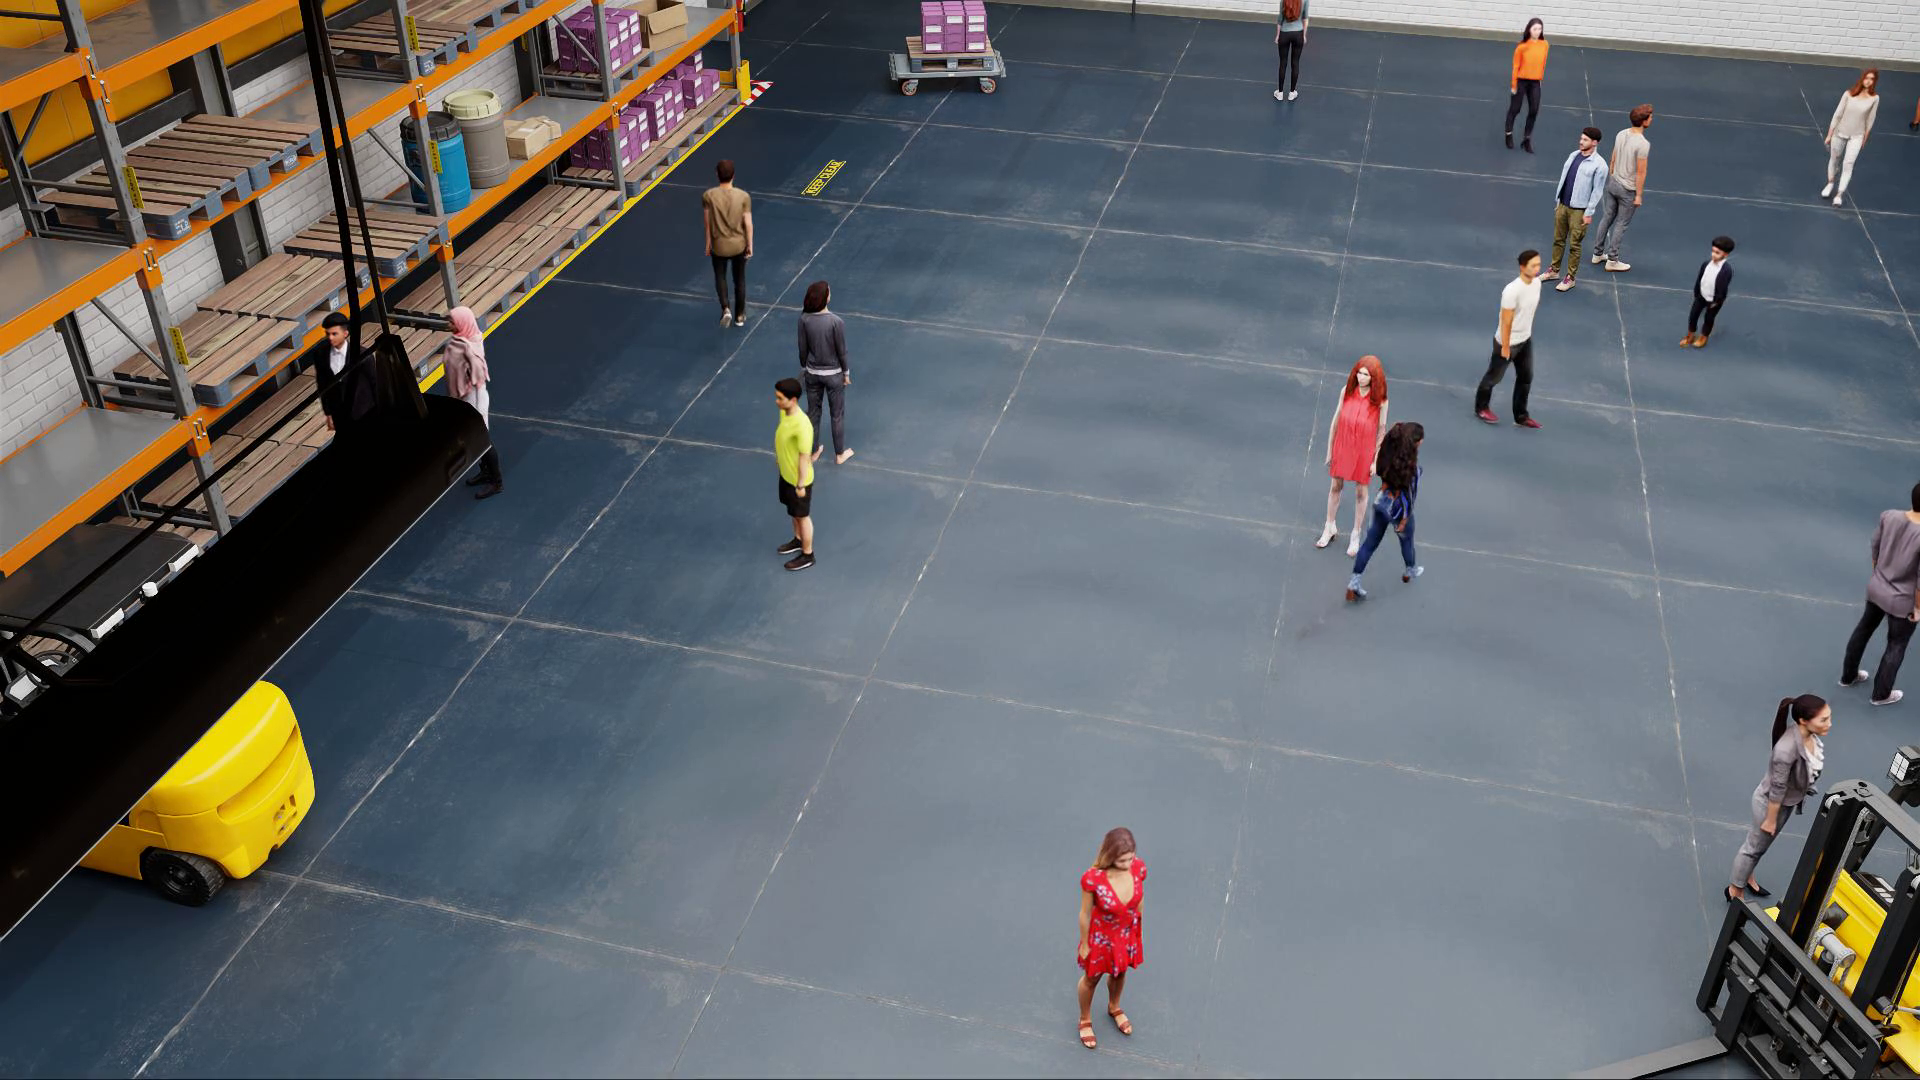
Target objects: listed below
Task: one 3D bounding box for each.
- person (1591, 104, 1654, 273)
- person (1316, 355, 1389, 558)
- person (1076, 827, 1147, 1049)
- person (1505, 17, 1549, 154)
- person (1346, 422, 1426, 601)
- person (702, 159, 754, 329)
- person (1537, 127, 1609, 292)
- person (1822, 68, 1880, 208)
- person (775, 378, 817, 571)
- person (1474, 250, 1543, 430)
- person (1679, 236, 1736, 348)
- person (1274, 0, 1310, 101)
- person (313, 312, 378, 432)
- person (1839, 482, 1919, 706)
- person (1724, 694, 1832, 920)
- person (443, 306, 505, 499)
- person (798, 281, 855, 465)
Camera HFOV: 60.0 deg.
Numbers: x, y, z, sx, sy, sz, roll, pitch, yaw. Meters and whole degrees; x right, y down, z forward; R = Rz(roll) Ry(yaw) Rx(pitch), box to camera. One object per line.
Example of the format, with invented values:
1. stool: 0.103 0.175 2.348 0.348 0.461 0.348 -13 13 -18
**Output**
1. person: 7.428 -3.949 18.596 0.808 1.897 0.709 -12 36 -18
2. person: 3.269 -0.709 13.784 0.638 1.828 0.591 18 38 25
3. person: 0.864 2.248 9.547 0.663 1.593 0.705 -13 36 -18
4. person: 7.380 -5.996 21.828 0.785 1.728 0.873 -6 34 -8
5. person: 3.386 -0.200 13.244 1.099 1.578 1.017 -20 38 -27
6. person: -2.409 -3.021 17.252 0.852 1.838 1.004 -2 34 -4
7. person: 6.737 -3.641 18.209 0.813 1.812 0.746 -17 37 -23
8. person: 10.842 -4.951 20.314 0.787 1.664 1.109 18 37 24
9. person: -1.346 -0.592 13.716 0.779 1.708 0.705 -15 36 -21
10. person: 5.128 -1.919 15.645 0.980 1.783 1.019 -22 39 -29
11. person: 7.772 -2.561 17.125 0.675 1.214 0.619 -24 40 -31
12. person: 4.672 -7.092 23.463 0.614 1.743 0.572 4 34 6
13. person: -5.213 -1.119 14.351 0.731 1.883 0.609 3 34 5
14. person: 6.774 0.372 12.139 0.877 1.848 0.790 -13 36 -19
15. person: 5.102 1.634 10.395 0.774 1.678 0.669 26 41 33
16. person: -4.261 -1.221 14.576 0.797 1.804 0.738 -18 38 -25
17. person: -1.229 -1.519 15.056 0.609 1.768 0.494 9 35 13
